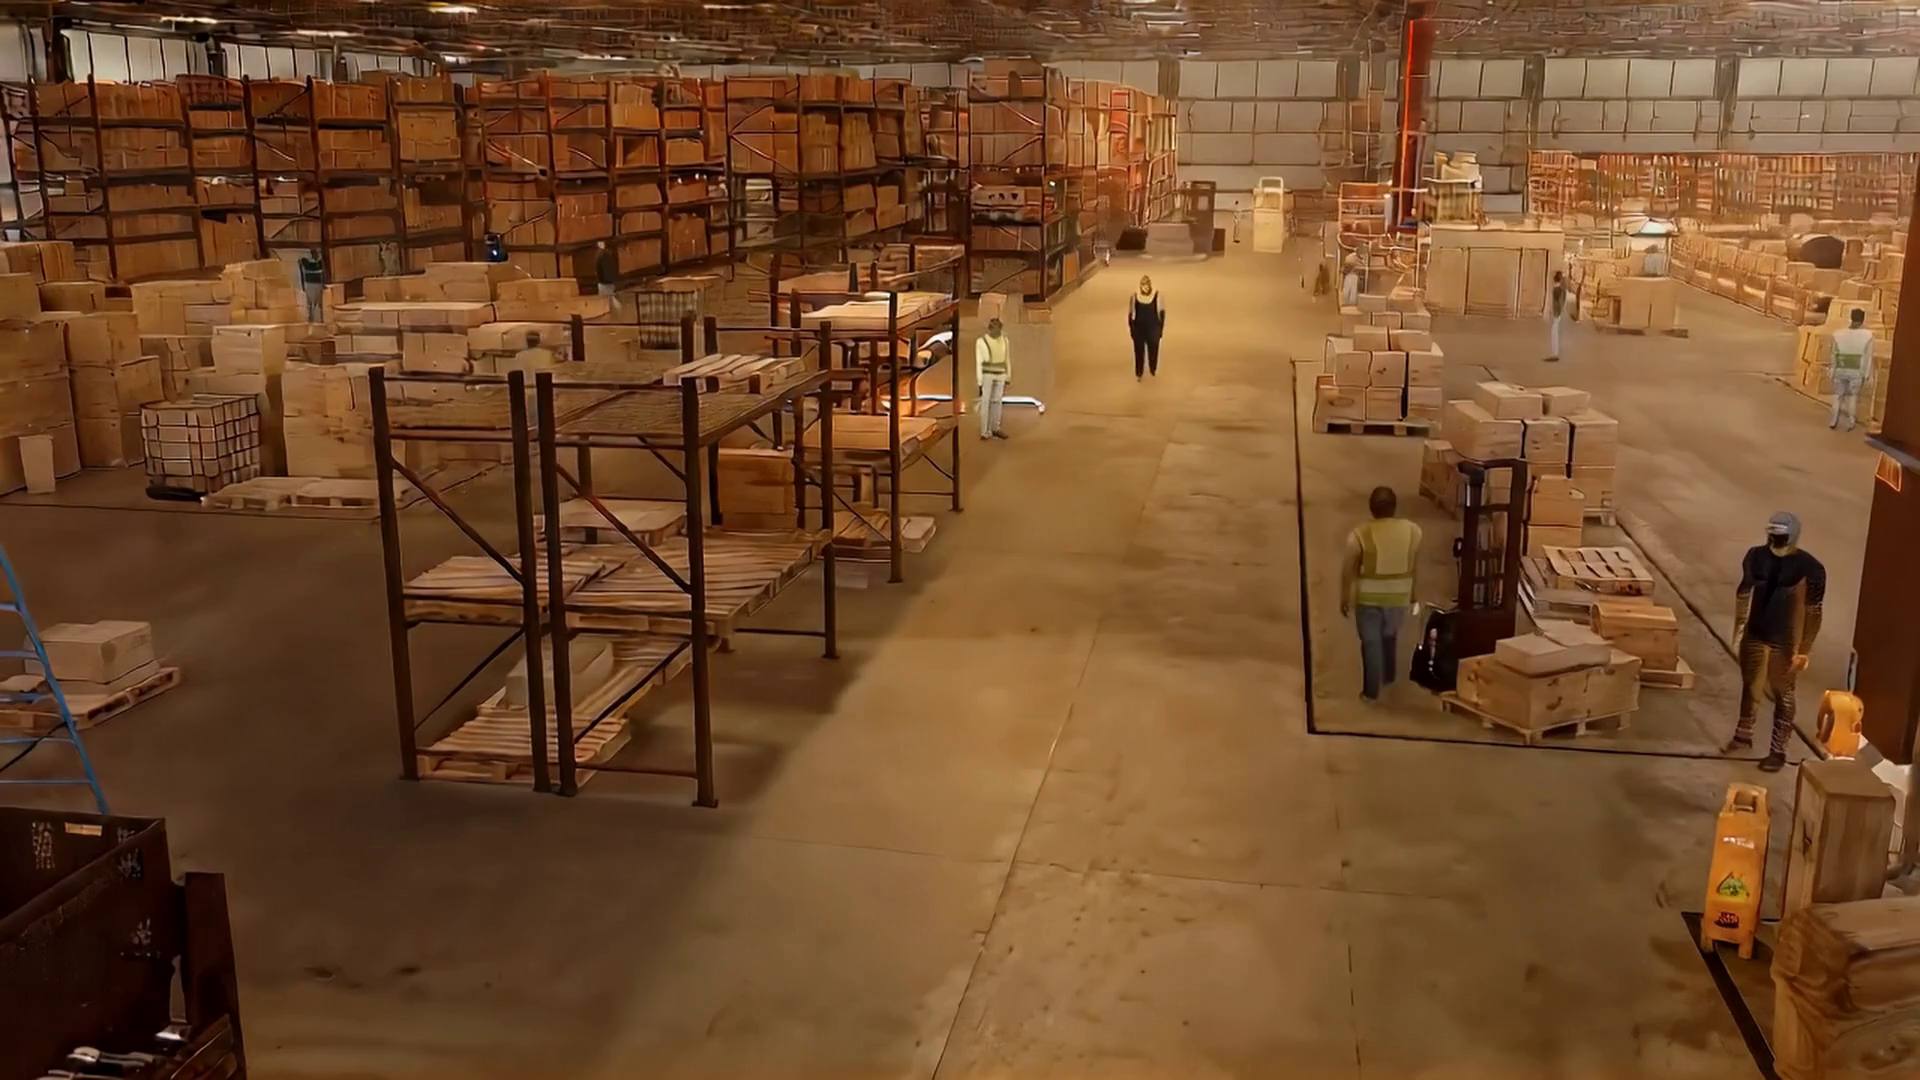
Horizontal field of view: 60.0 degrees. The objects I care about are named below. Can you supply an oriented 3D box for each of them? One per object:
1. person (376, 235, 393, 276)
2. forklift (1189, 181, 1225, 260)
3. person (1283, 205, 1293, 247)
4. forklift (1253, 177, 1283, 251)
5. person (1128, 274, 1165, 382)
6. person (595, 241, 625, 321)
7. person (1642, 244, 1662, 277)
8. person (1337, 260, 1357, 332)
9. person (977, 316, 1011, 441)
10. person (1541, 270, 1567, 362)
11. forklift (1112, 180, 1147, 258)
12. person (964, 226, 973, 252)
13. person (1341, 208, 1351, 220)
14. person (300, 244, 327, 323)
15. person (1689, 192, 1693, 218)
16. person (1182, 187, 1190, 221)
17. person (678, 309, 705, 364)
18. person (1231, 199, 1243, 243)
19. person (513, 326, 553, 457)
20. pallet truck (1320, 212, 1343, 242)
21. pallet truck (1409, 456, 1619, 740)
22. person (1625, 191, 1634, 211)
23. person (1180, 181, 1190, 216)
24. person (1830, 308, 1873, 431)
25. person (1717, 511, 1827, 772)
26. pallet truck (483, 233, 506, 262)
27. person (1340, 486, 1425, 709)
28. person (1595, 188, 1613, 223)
[{"bbox_3d":[-15.708,-7.404,45.402,0.429,1.842,0.630,-7,16,-28],"label":"person"},{"bbox_3d":[8.837,-11.716,60.771,1.129,2.768,1.873,11,17,37],"label":"forklift"},{"bbox_3d":[13.207,-12.761,67.469,0.541,1.681,0.496,-3,14,-11],"label":"person"},{"bbox_3d":[12.083,-12.747,64.956,1.129,2.768,1.873,3,14,10],"label":"forklift"},{"bbox_3d":[3.491,-3.998,31.165,0.692,2.000,0.746,2,14,8],"label":"person"},{"bbox_3d":[-8.666,-6.362,40.923,0.874,1.967,0.610,11,18,39],"label":"person"},{"bbox_3d":[18.819,-7.229,45.211,0.517,1.591,0.857,1,14,5],"label":"person"},{"bbox_3d":[8.978,-5.642,38.570,0.637,1.666,0.545,1,14,5],"label":"person"},{"bbox_3d":[0.519,-2.454,25.219,0.576,1.883,0.352,-7,16,-27],"label":"person"},{"bbox_3d":[12.095,-4.539,33.765,0.409,1.846,0.579,-2,14,-8],"label":"person"},{"bbox_3d":[5.919,-11.729,60.822,1.873,2.768,1.129,2,14,9],"label":"forklift"},{"bbox_3d":[0.408,-11.694,63.322,0.840,1.585,0.510,-10,17,-36],"label":"person"},{"bbox_3d":[14.782,-11.754,63.290,0.876,1.717,0.549,-11,18,-38],"label":"person"},{"bbox_3d":[-15.741,-6.244,40.557,0.587,1.911,0.397,-7,15,-25],"label":"person"},{"bbox_3d":[35.641,-16.164,80.996,0.735,1.818,0.604,6,15,22],"label":"person"},{"bbox_3d":[11.808,-17.503,86.631,0.522,1.733,0.828,3,14,10],"label":"person"},{"bbox_3d":[-4.628,-3.146,28.567,0.522,1.615,0.630,5,15,20],"label":"person"},{"bbox_3d":[11.580,-13.372,69.705,0.422,1.816,0.585,-12,19,-41],"label":"person"},{"bbox_3d":[-6.145,-2.128,23.877,0.604,1.893,0.867,-9,17,-33],"label":"person"},{"bbox_3d":[15.874,-13.227,70.310,0.680,1.201,1.601,10,17,35],"label":"pallet truck"},{"bbox_3d":[4.504,0.400,13.395,0.823,1.965,1.885,-6,15,-23],"label":"pallet truck"},{"bbox_3d":[32.431,-16.060,80.562,0.404,1.833,0.590,-7,15,-26],"label":"person"},{"bbox_3d":[12.302,-18.549,90.502,0.730,1.926,1.015,-7,16,-27],"label":"person"},{"bbox_3d":[13.888,-2.653,25.952,0.592,1.922,0.392,13,19,42],"label":"person"},{"bbox_3d":[5.955,0.731,12.173,0.378,1.940,0.629,-8,16,-29],"label":"person"},{"bbox_3d":[-11.832,-7.026,43.548,1.885,1.965,0.823,8,16,28],"label":"pallet truck"},{"bbox_3d":[3.395,0.464,13.483,0.659,1.826,0.482,-2,14,-8],"label":"person"},{"bbox_3d":[31.162,-16.029,80.297,0.918,1.909,0.626,0,14,-1],"label":"person"}]
